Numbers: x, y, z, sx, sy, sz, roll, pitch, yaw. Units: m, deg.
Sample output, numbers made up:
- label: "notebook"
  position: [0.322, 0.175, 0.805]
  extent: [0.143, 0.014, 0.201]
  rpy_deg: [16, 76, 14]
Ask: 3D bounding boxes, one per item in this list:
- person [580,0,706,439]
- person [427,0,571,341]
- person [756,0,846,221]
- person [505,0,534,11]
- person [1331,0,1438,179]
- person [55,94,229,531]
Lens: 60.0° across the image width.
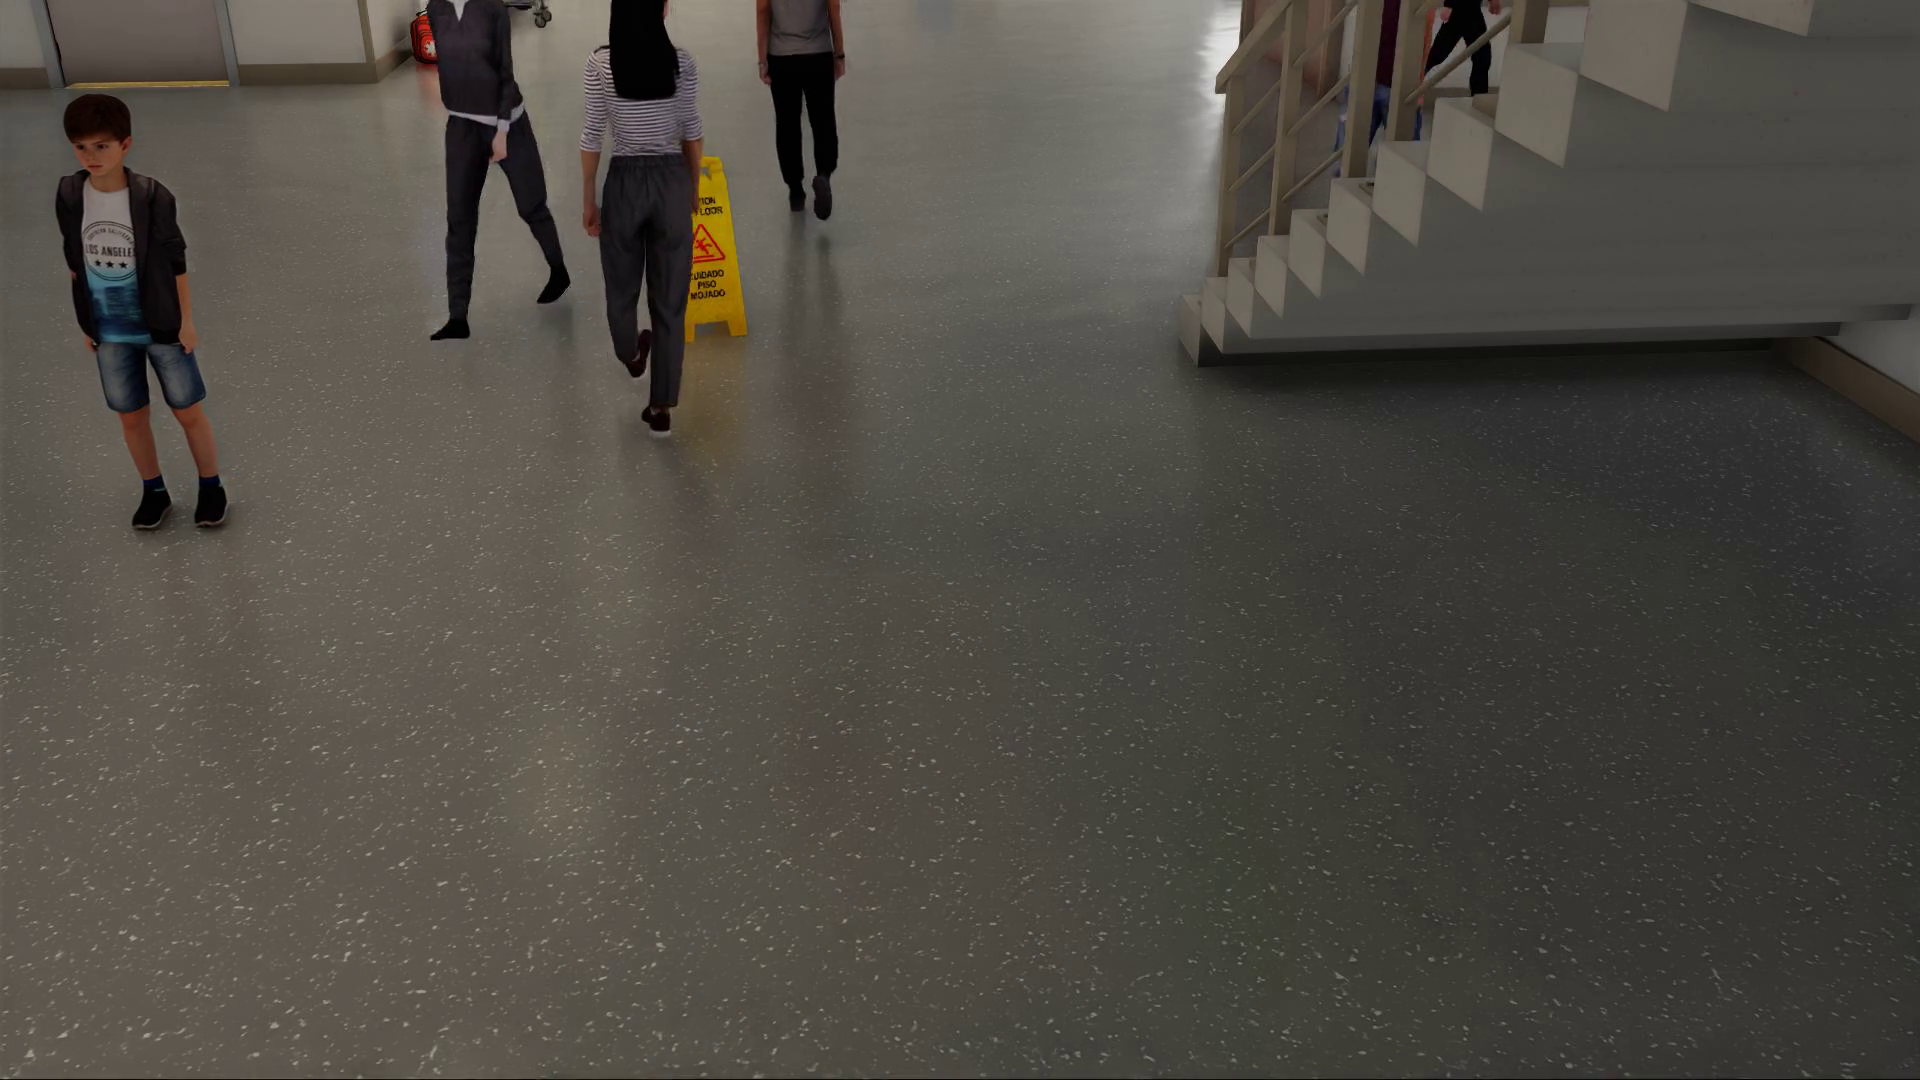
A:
- label: "person"
  position: [-1.133, -1.200, 6.156]
  extent: [0.607, 1.679, 1.035]
  rpy_deg: [-5, 26, -10]
- label: "person"
  position: [-2.005, -1.770, 7.295]
  extent: [0.891, 1.715, 1.261]
  rpy_deg: [8, 27, 15]
- label: "person"
  position: [-0.861, -2.603, 8.994]
  extent: [0.615, 1.740, 0.946]
  rpy_deg: [-3, 26, -5]
- label: "person"
  position: [-4.502, -6.082, 16.120]
  extent: [0.957, 1.818, 0.893]
  rpy_deg: [8, 27, 15]
- label: "person"
  position: [2.167, -2.265, 8.200]
  extent: [1.144, 1.821, 1.195]
  rpy_deg: [-20, 32, -35]
- label: "person"
  position: [-2.689, -0.728, 5.444]
  extent: [0.528, 1.447, 0.505]
  rpy_deg: [-1, 26, -3]
